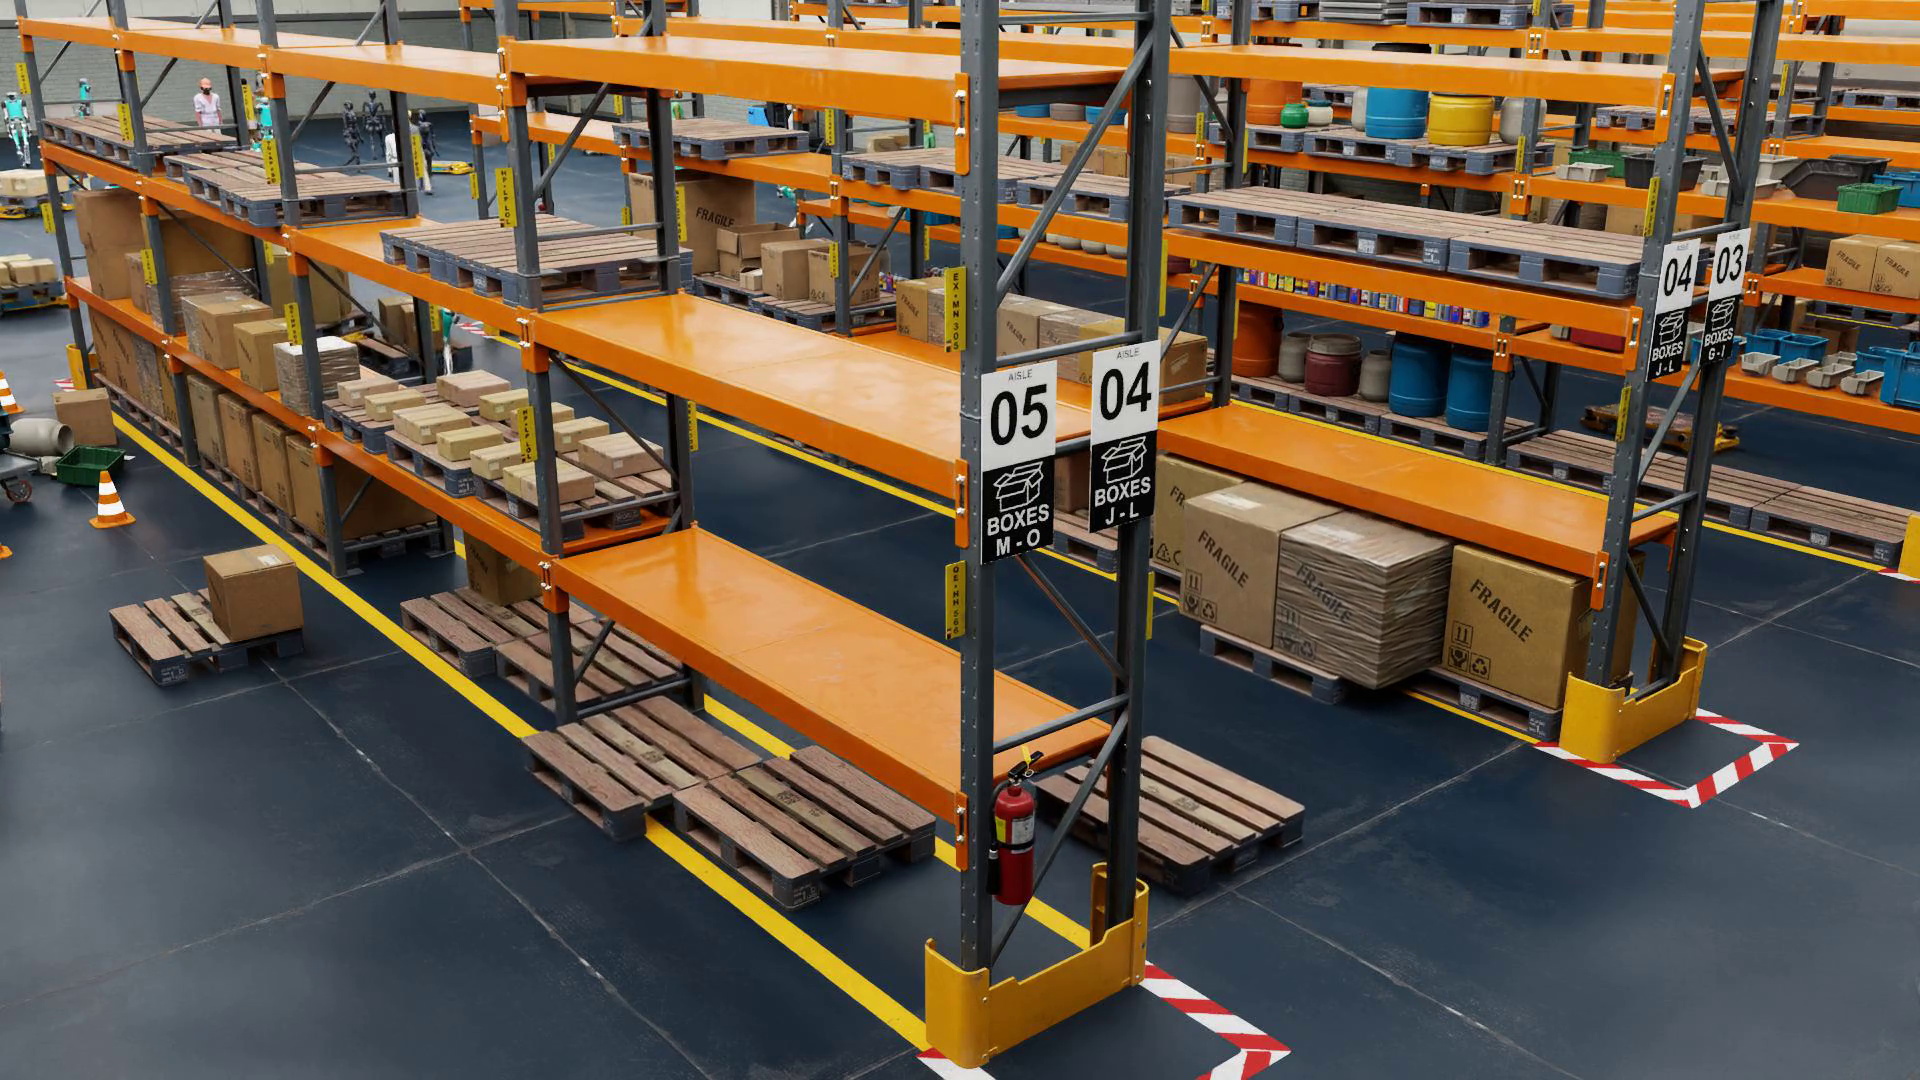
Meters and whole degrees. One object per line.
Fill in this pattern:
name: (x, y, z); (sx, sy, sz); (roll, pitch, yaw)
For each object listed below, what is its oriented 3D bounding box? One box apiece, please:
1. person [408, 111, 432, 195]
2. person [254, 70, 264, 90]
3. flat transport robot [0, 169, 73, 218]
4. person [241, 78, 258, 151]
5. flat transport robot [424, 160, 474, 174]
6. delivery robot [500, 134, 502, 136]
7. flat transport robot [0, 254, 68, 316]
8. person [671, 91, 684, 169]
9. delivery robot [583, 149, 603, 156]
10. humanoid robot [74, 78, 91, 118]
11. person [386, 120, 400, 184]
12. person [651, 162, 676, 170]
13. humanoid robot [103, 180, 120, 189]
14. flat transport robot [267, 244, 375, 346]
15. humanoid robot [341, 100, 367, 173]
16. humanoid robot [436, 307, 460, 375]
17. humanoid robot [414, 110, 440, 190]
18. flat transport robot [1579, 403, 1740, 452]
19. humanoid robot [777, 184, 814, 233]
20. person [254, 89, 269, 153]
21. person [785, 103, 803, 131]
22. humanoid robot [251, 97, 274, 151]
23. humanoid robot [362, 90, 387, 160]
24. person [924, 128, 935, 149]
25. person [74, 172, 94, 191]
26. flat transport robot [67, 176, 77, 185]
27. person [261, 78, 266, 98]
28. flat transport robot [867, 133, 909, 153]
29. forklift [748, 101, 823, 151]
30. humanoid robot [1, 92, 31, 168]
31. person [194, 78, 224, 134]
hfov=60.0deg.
person: (-11.434, -8.074, 34.719); (0.887, 1.713, 0.547); (11, 22, 28)
person: (-19.972, -12.712, 47.691); (0.388, 1.875, 0.504); (-2, 19, -6)
flat transport robot: (-17.996, -6.412, 32.184); (0.659, 0.231, 1.431); (7, 20, 18)
person: (-18.057, -10.782, 42.247); (0.799, 1.843, 0.410); (8, 21, 21)
flat transport robot: (-12.022, -8.610, 38.440); (1.431, 0.231, 0.659); (4, 20, 11)
delivery robot: (-12.707, -11.348, 45.793); (0.499, 0.589, 0.782); (-12, 23, -31)
flat transport robot: (-13.404, -3.367, 23.518); (0.659, 0.231, 1.431); (16, 25, 38)
person: (-6.465, -9.404, 38.124); (0.390, 1.977, 0.492); (-5, 20, -15)
delivery robot: (-9.215, -9.936, 41.812); (0.520, 0.614, 0.785); (-1, 19, -3)
humanoid robot: (-22.932, -11.077, 43.232); (0.787, 1.775, 0.583); (-18, 26, -41)
person: (-10.544, -7.020, 31.485); (0.573, 1.882, 0.360); (0, 19, 0)
person: (-5.046, -6.035, 28.577); (0.382, 1.957, 0.601); (7, 21, 19)
humanoid robot: (-12.076, -4.459, 24.418); (0.700, 1.801, 0.539); (-5, 20, -14)
flat transport robot: (-8.200, -2.524, 21.120); (1.431, 0.231, 0.659); (5, 20, 15)
humanoid robot: (-14.022, -9.257, 38.207); (0.693, 1.646, 0.586); (3, 20, 8)
humanoid robot: (-6.215, -2.744, 19.574); (0.541, 1.771, 0.952); (-11, 22, -28)
humanoid robot: (-11.432, -8.348, 35.549); (0.315, 1.657, 0.599); (13, 23, 32)
flat transport robot: (7.260, -1.178, 17.287); (0.659, 0.231, 1.431); (-13, 23, -33)
humanoid robot: (-2.856, -6.281, 29.620); (0.954, 1.767, 0.537); (-17, 26, -40)
person: (-16.018, -9.407, 38.285); (0.515, 1.884, 0.839); (8, 21, 21)
person: (-3.611, -8.739, 36.380); (0.381, 1.890, 0.557); (-5, 20, -15)
humanoid robot: (-15.799, -9.161, 37.784); (0.975, 1.736, 0.543); (13, 23, 32)
humanoid robot: (-14.442, -10.246, 41.009); (0.592, 1.634, 0.720); (-3, 20, -9)
person: (-0.667, -7.522, 33.140); (0.478, 1.734, 0.315); (14, 24, 35)
person: (-15.844, -6.516, 30.035); (0.400, 1.893, 0.532); (-9, 21, -25)
flat transport robot: (-19.594, -7.753, 36.001); (0.659, 0.231, 1.431); (0, 19, -1)
person: (-18.560, -11.571, 44.710); (0.321, 1.697, 0.529); (-10, 22, -27)
flat transport robot: (-1.572, -8.341, 37.676); (0.659, 0.231, 1.431); (-8, 21, -22)
forklift: (-4.526, -11.368, 42.374); (1.129, 2.768, 1.873); (-15, 24, -37)
humanoid robot: (-22.120, -9.592, 39.087); (0.535, 1.776, 1.014); (-10, 22, -27)
person: (-17.760, -9.898, 39.438); (0.390, 2.040, 0.609); (16, 25, 39)
